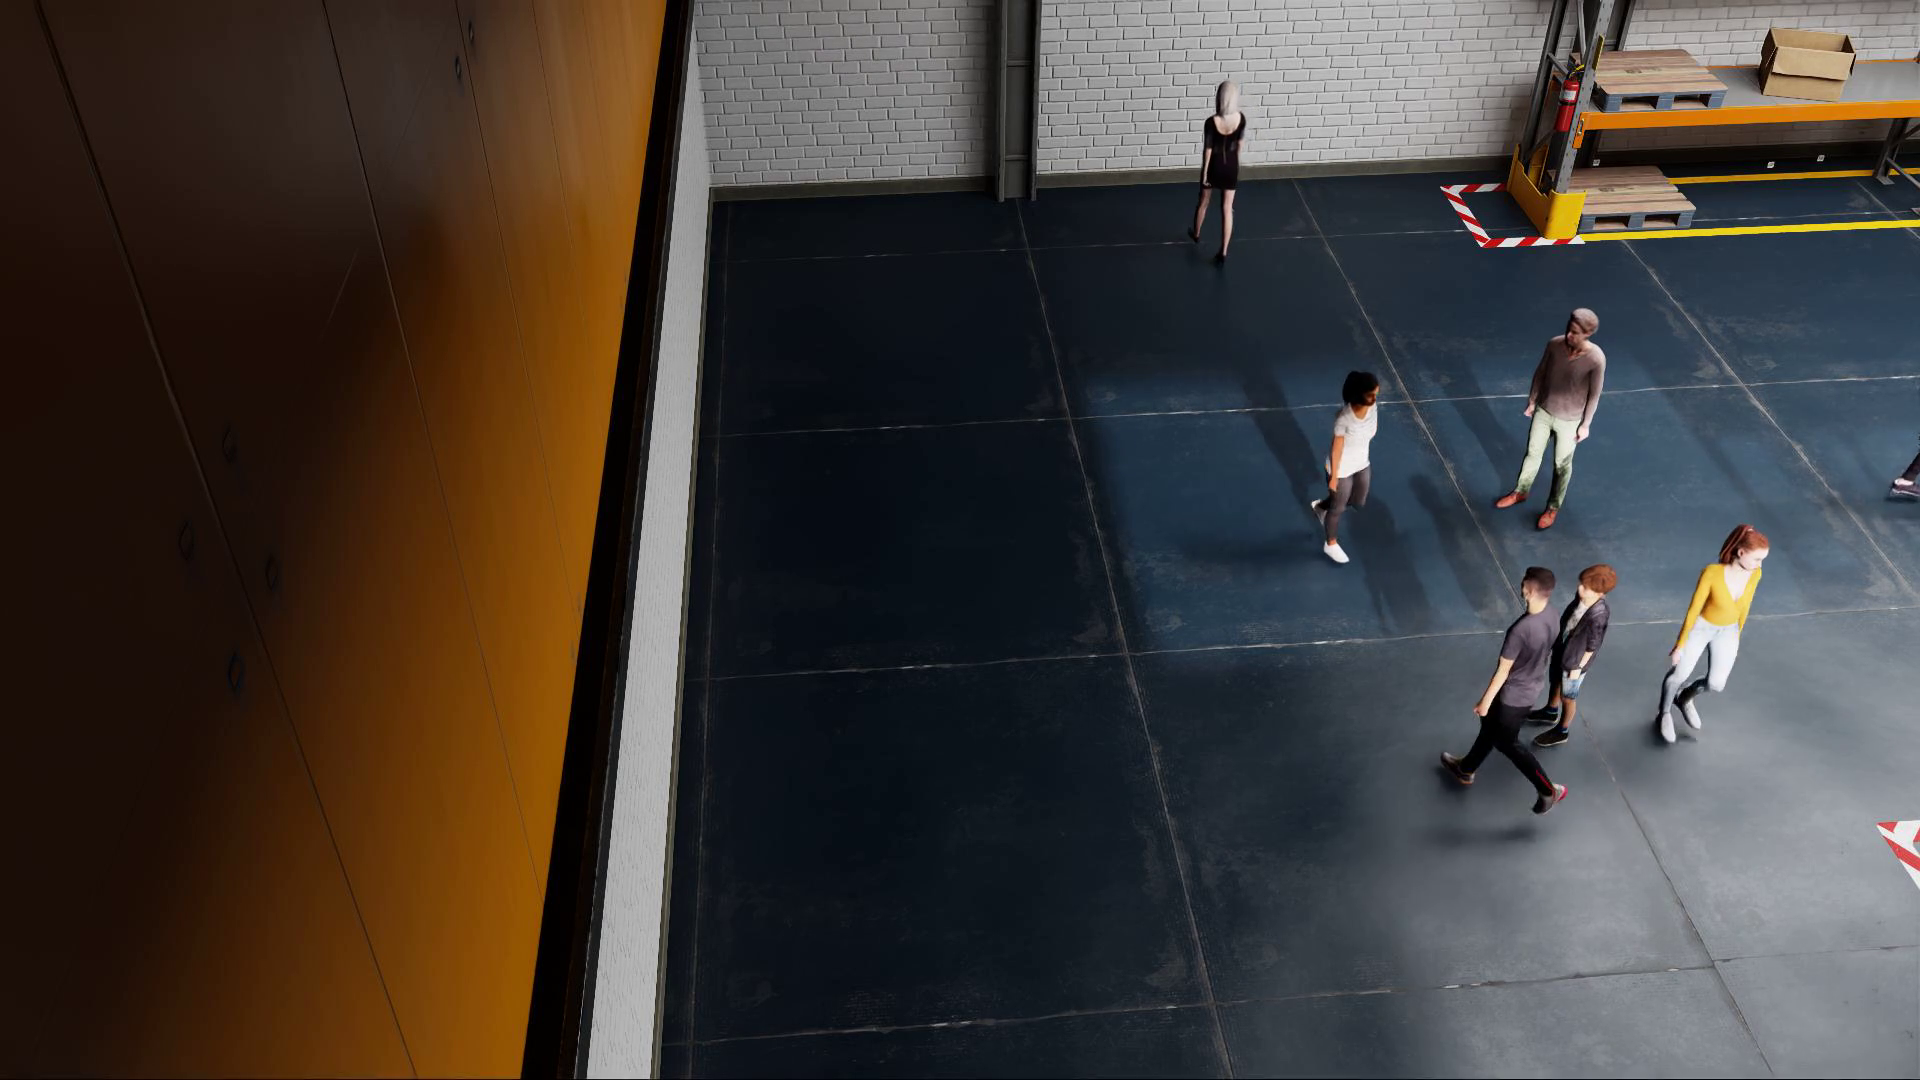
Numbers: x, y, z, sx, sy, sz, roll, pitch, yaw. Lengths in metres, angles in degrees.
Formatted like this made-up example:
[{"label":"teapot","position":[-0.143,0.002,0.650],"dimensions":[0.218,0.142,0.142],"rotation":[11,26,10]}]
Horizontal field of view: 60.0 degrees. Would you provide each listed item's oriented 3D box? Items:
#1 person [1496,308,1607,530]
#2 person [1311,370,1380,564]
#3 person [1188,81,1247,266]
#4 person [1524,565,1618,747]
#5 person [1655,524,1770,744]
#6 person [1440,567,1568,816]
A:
[{"label":"person","position":[4.573,-0.955,12.673],"dimensions":[0.800,1.869,0.772],"rotation":[-30,47,-32]},{"label":"person","position":[2.825,-0.593,12.408],"dimensions":[0.795,1.631,0.808],"rotation":[-22,44,-25]},{"label":"person","position":[2.528,-3.485,15.890],"dimensions":[0.886,1.806,0.709],"rotation":[-7,39,-9]},{"label":"person","position":[4.016,0.734,10.895],"dimensions":[0.507,1.447,0.523],"rotation":[-3,39,-4]},{"label":"person","position":[4.862,0.560,10.873],"dimensions":[0.530,1.747,0.703],"rotation":[0,39,0]},{"label":"person","position":[3.537,0.976,10.367],"dimensions":[1.172,1.729,1.127],"rotation":[26,45,29]}]
